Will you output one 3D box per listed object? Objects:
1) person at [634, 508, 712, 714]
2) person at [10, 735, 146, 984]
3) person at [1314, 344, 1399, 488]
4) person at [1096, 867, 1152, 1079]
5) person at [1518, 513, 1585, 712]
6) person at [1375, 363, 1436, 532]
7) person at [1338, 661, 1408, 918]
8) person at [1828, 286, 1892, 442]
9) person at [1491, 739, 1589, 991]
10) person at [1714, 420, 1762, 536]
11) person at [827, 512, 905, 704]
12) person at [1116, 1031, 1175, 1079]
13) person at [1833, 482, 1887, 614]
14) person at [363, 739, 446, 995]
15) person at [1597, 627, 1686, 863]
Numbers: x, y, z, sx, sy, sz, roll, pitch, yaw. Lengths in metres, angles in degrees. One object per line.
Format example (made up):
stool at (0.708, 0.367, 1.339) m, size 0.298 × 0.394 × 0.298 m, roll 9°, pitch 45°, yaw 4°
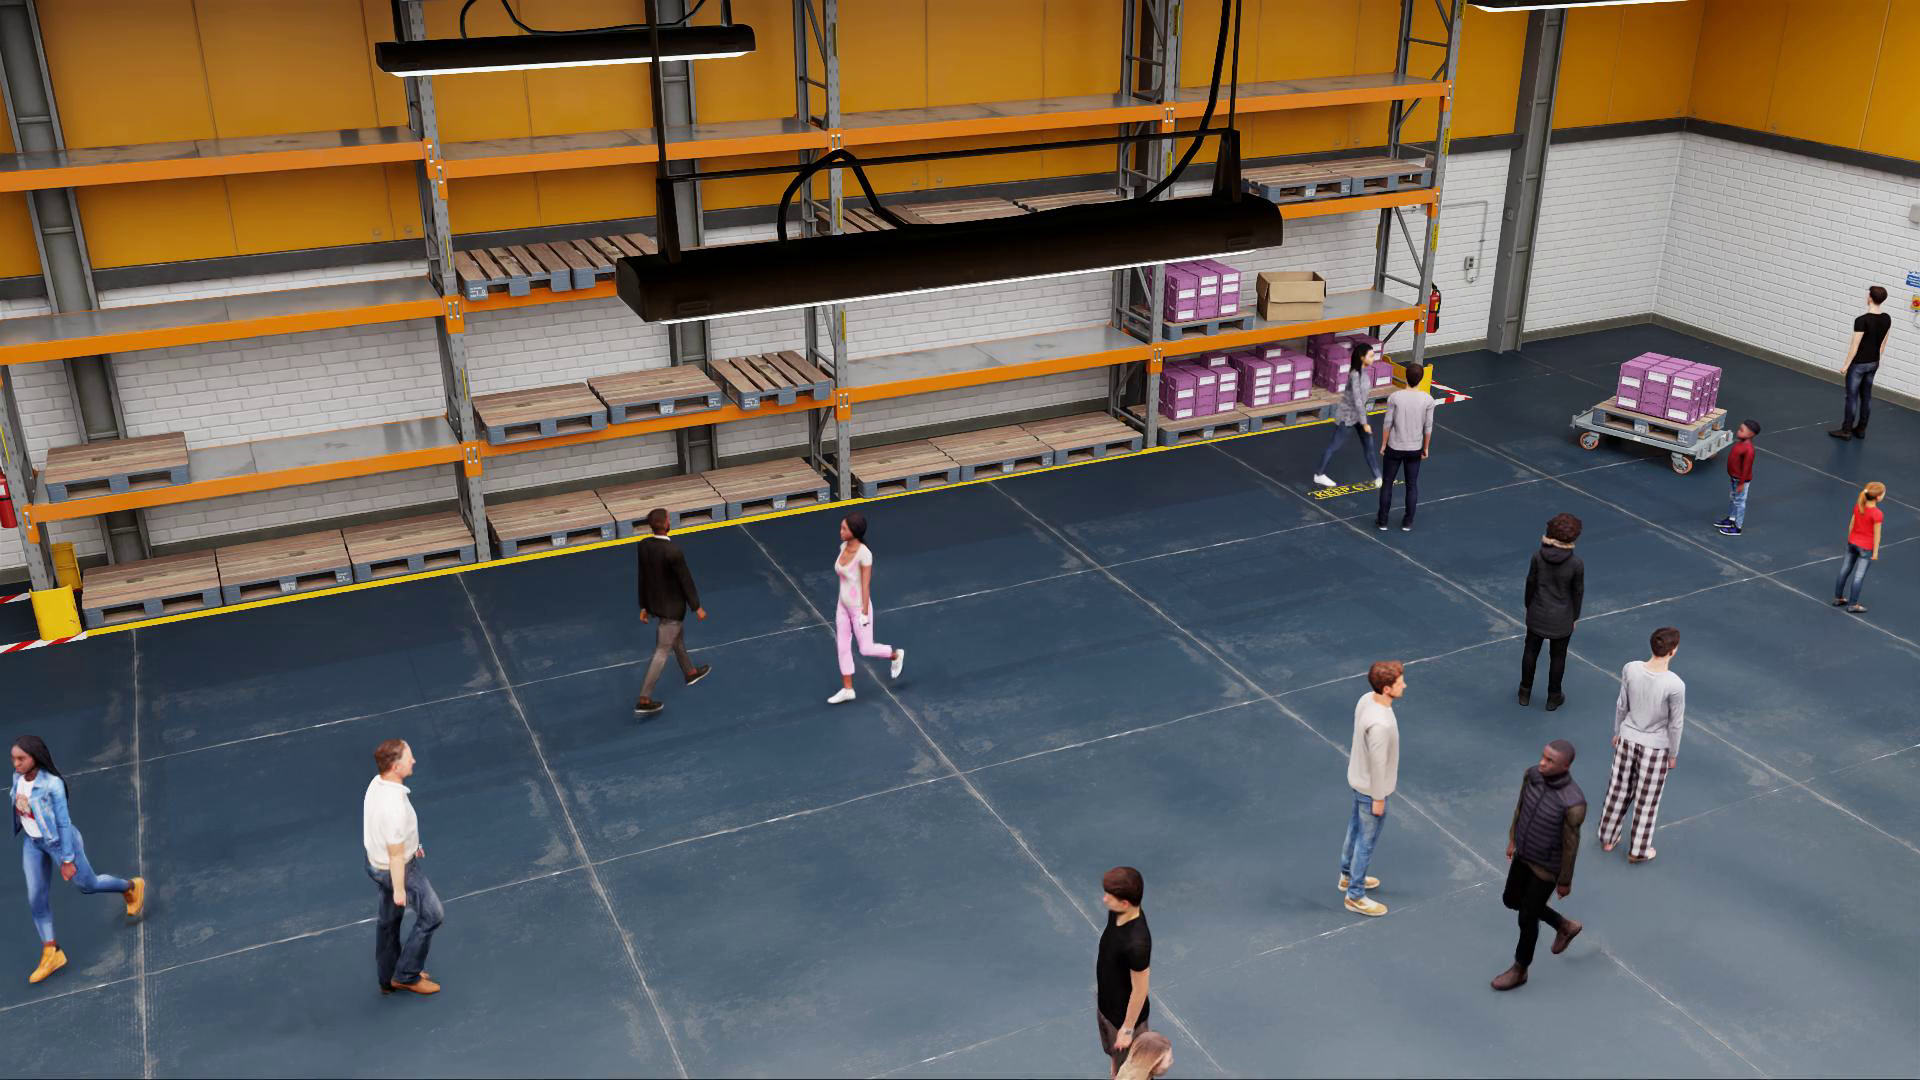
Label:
person at (-2.537, 0.634, 14.047) m, size 1.010 × 1.754 × 1.296 m, roll 19°, pitch 30°, yaw 36°
person at (-5.894, 2.009, 10.997) m, size 1.112 × 1.678 × 1.186 m, roll 9°, pitch 25°, yaw 19°
person at (4.313, -1.372, 18.725) m, size 1.098 × 1.683 × 1.174 m, roll 15°, pitch 28°, yaw 30°
person at (0.927, 2.621, 9.373) m, size 0.666 × 1.858 × 0.734 m, roll -5°, pitch 24°, yaw -11°
person at (5.007, 0.610, 14.069) m, size 0.737 × 1.781 × 0.775 m, roll 13°, pitch 27°, yaw 27°
person at (4.718, -0.987, 17.646) m, size 0.668 × 1.841 × 0.790 m, roll 3°, pitch 24°, yaw 6°
person at (2.835, 1.675, 11.480) m, size 0.745 × 1.902 × 0.754 m, roll 2°, pitch 24°, yaw 4°
person at (11.002, -2.151, 20.243) m, size 0.546 × 1.895 × 0.781 m, roll -6°, pitch 24°, yaw -14°
person at (3.806, 2.058, 10.710) m, size 0.975 × 1.817 × 0.771 m, roll -7°, pitch 25°, yaw -15°
person at (8.303, -0.677, 17.671) m, size 0.619 × 1.254 × 0.579 m, roll 4°, pitch 24°, yaw 9°
person at (-0.815, 0.574, 14.224) m, size 1.049 × 1.722 × 0.737 m, roll -17°, pitch 29°, yaw -34°
person at (0.770, 3.170, 8.355) m, size 1.119 × 1.667 × 0.892 m, roll 1°, pitch 24°, yaw 2°
person at (8.624, 0.077, 15.939) m, size 0.489 × 1.260 × 0.497 m, roll -9°, pitch 25°, yaw -19°
person at (-3.688, 2.122, 10.548) m, size 0.681 × 1.831 × 0.673 m, roll -13°, pitch 27°, yaw -27°
person at (4.947, 1.468, 12.023) m, size 0.633 × 1.847 × 0.686 m, roll -20°, pitch 30°, yaw -38°
